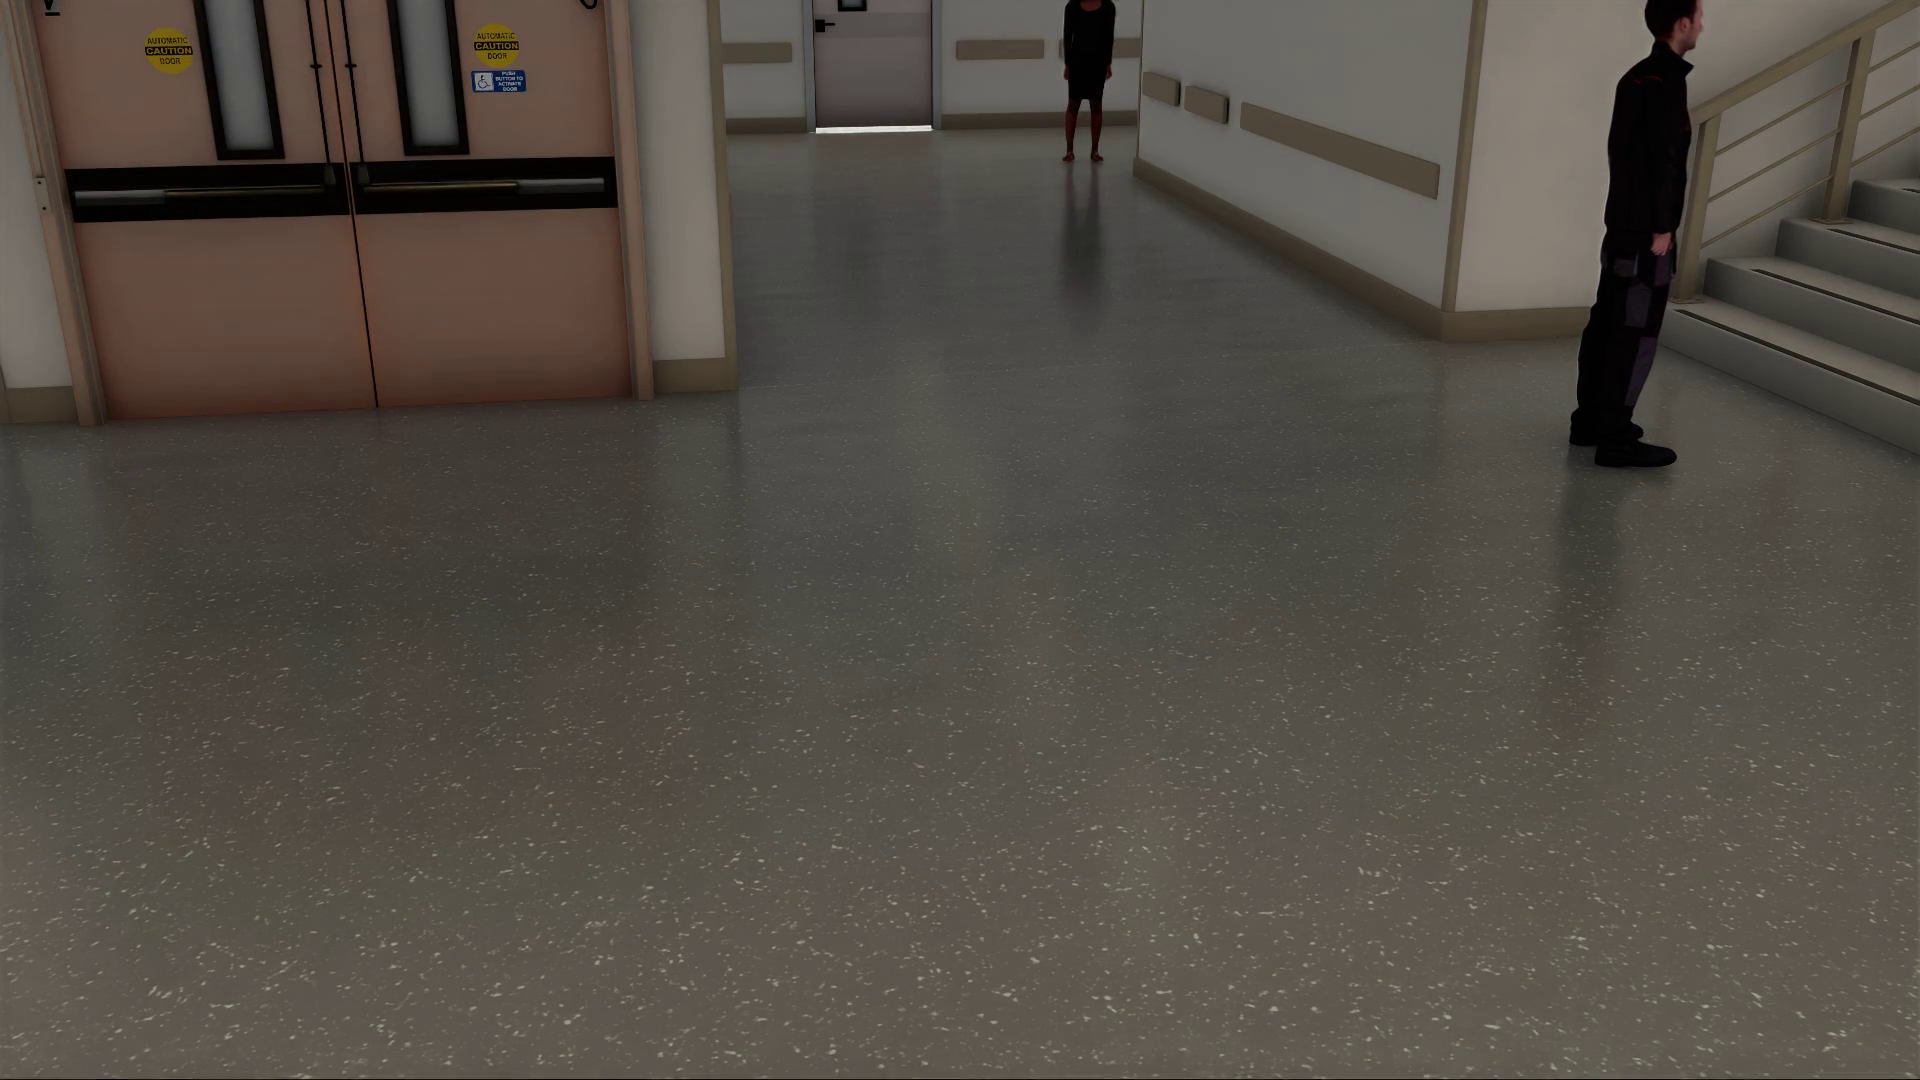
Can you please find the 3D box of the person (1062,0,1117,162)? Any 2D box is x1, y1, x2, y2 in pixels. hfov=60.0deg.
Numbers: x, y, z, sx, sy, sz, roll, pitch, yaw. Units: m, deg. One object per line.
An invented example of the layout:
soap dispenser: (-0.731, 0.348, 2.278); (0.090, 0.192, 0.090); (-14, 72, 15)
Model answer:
person: (1.163, -4.319, 15.106); (0.510, 1.719, 0.705); (0, 21, 0)

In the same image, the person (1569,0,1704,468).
person: (2.786, -1.271, 6.778); (0.664, 1.917, 0.740); (1, 21, 3)
